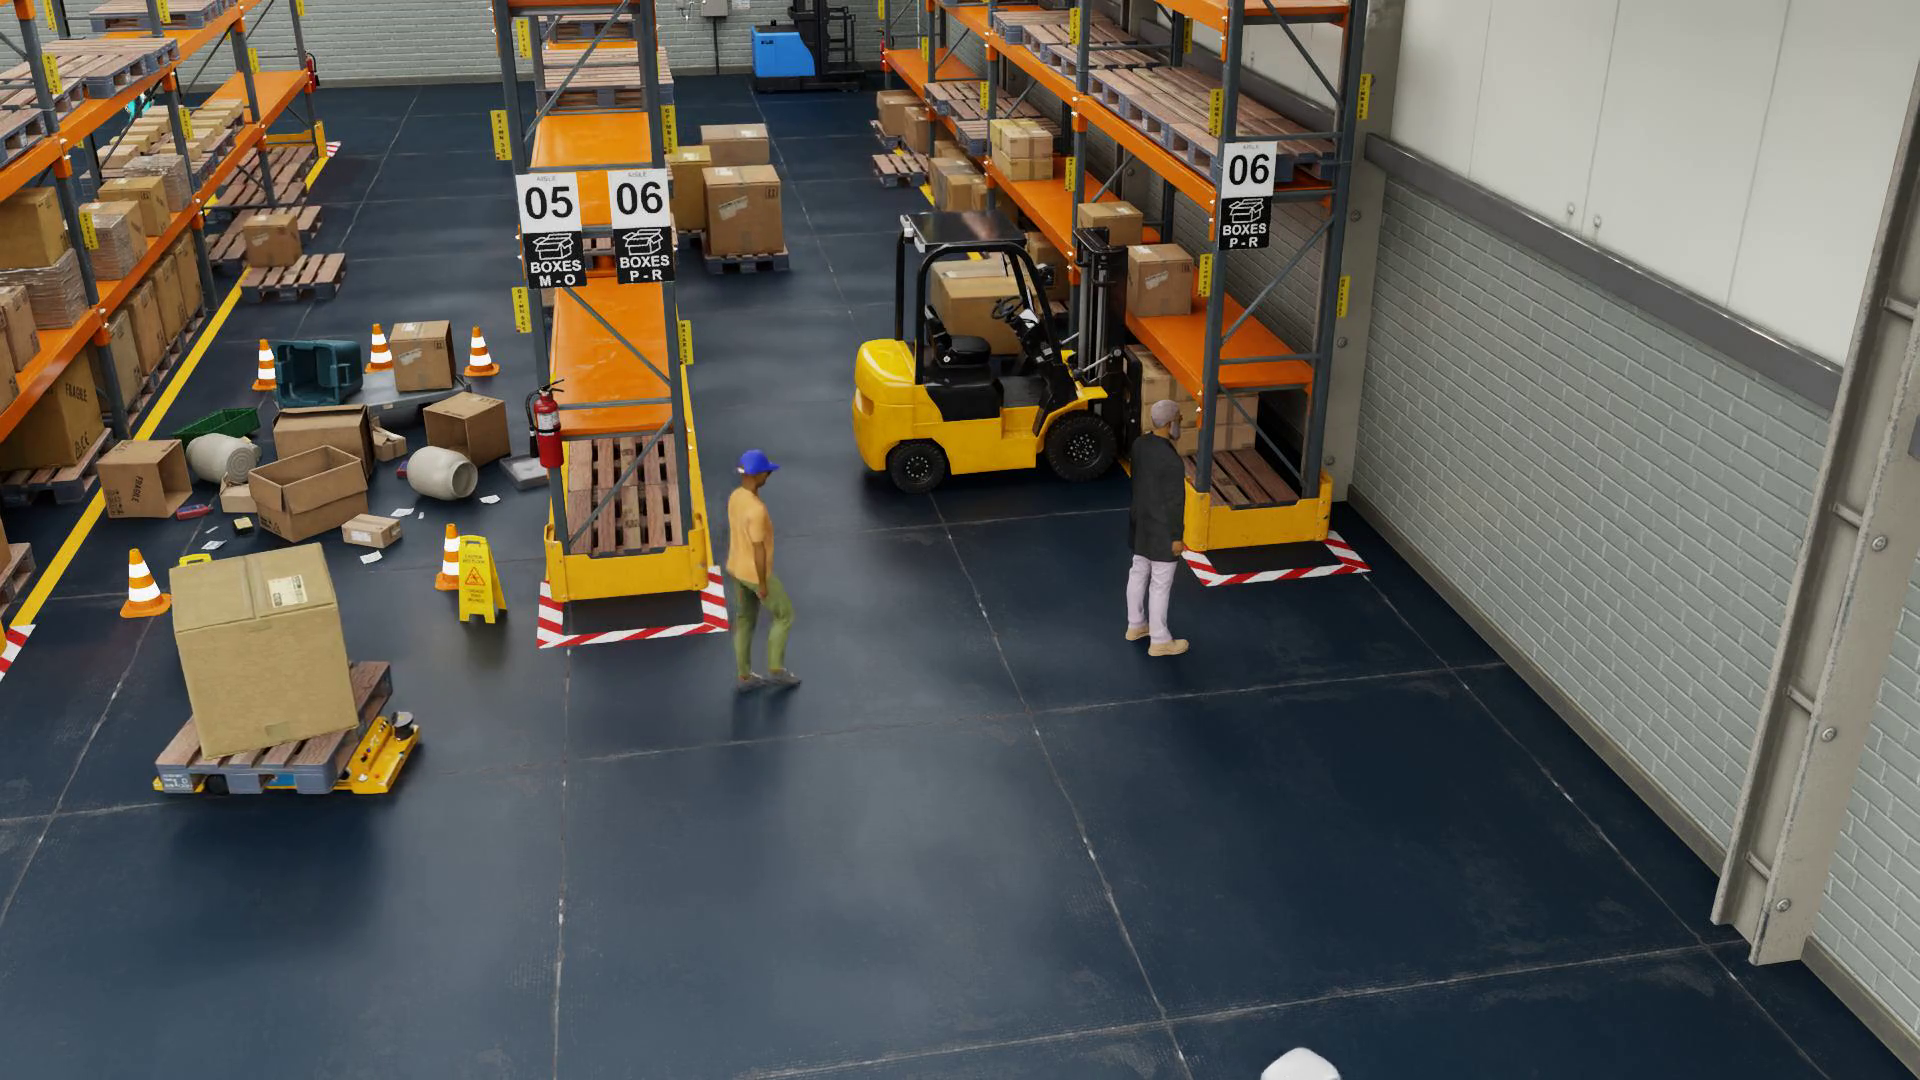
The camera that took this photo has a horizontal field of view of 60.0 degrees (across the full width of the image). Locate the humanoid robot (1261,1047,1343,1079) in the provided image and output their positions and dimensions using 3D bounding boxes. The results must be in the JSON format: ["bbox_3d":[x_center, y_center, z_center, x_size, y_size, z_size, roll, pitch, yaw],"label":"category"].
[{"bbox_3d":[0.997,2.526,6.191,0.942,1.769,0.531,23,34,39],"label":"humanoid robot"}]

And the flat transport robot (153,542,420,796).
[{"bbox_3d":[-4.187,1.323,10.373,1.431,0.231,0.659,0,26,1],"label":"flat transport robot"}]

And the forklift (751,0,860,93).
[{"bbox_3d":[-2.872,-9.679,30.288,1.873,2.768,1.129,-5,26,-10],"label":"forklift"}]

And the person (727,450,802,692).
[{"bbox_3d":[-1.317,0.207,11.039,0.578,1.686,0.469,-16,30,-30],"label":"person"}]

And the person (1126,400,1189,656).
[{"bbox_3d":[1.358,-0.087,11.477,0.405,1.856,0.530,-13,29,-26],"label":"person"}]

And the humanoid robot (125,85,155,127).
[{"bbox_3d":[-12.684,-6.785,25.605,0.532,1.791,0.806,-10,27,-20],"label":"humanoid robot"}]

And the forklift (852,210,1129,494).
[{"bbox_3d":[0.216,-1.659,14.366,2.313,2.155,1.214,-5,26,-10],"label":"forklift"}]
